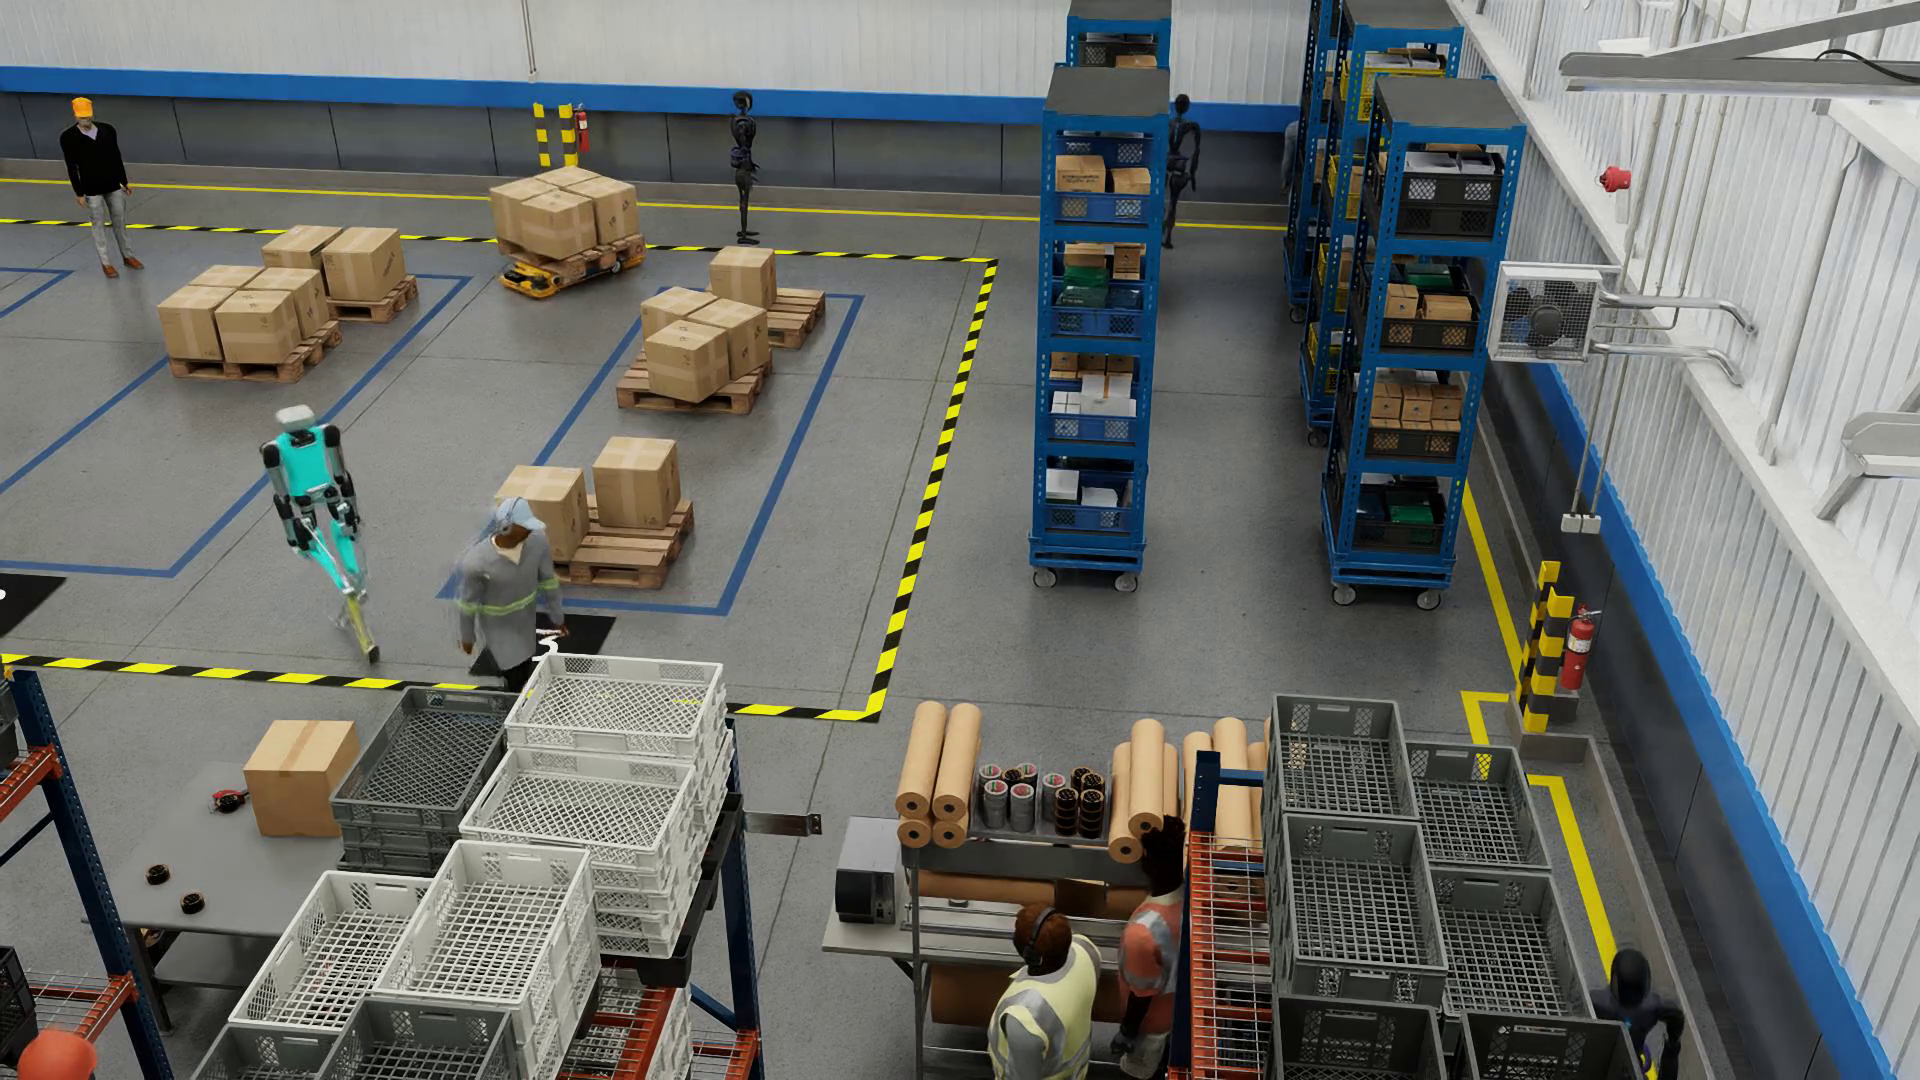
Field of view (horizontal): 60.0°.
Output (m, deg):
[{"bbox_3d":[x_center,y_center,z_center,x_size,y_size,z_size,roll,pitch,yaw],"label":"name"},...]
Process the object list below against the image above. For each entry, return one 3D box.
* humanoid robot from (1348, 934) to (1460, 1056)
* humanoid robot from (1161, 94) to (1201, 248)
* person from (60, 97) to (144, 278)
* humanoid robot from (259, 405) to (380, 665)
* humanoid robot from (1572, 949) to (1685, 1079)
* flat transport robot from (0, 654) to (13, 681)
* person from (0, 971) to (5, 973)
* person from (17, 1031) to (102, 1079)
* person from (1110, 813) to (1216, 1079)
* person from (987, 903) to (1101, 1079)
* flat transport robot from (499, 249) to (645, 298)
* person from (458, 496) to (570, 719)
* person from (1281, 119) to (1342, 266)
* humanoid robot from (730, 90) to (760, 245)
[{"bbox_3d":[2.022,2.124,7.655,0.585,1.652,0.388,10,32,17],"label":"humanoid robot"},{"bbox_3d":[2.315,-4.078,18.314,0.617,1.613,0.711,4,31,8],"label":"humanoid robot"},{"bbox_3d":[-8.991,-3.704,17.434,0.386,1.880,0.587,22,37,32],"label":"person"},{"bbox_3d":[-4.173,0.023,11.227,0.532,1.778,1.015,-25,39,-36],"label":"humanoid robot"},{"bbox_3d":[2.813,2.382,7.197,0.610,1.628,0.645,3,30,5],"label":"humanoid robot"},{"bbox_3d":[-7.142,0.969,11.010,1.431,0.231,0.659,3,30,6],"label":"flat transport robot"},{"bbox_3d":[-5.205,1.727,8.210,0.404,1.786,0.735,12,32,19],"label":"person"},{"bbox_3d":[-3.213,2.646,6.363,0.606,2.047,0.365,-7,31,-11],"label":"person"},{"bbox_3d":[0.882,2.040,7.483,0.361,1.963,0.612,21,36,31],"label":"person"},{"bbox_3d":[0.332,2.292,7.173,0.429,1.844,0.624,16,34,26],"label":"person"},{"bbox_3d":[-4.123,-2.940,17.696,0.652,0.197,1.431,23,37,33],"label":"flat transport robot"},{"bbox_3d":[-2.750,0.518,10.247,0.618,1.814,0.607,21,36,32],"label":"person"},{"bbox_3d":[3.674,-3.748,17.452,0.627,1.940,0.374,3,30,5],"label":"person"},{"bbox_3d":[-2.366,-4.125,18.341,0.315,1.659,0.599,-2,30,-3],"label":"humanoid robot"}]
